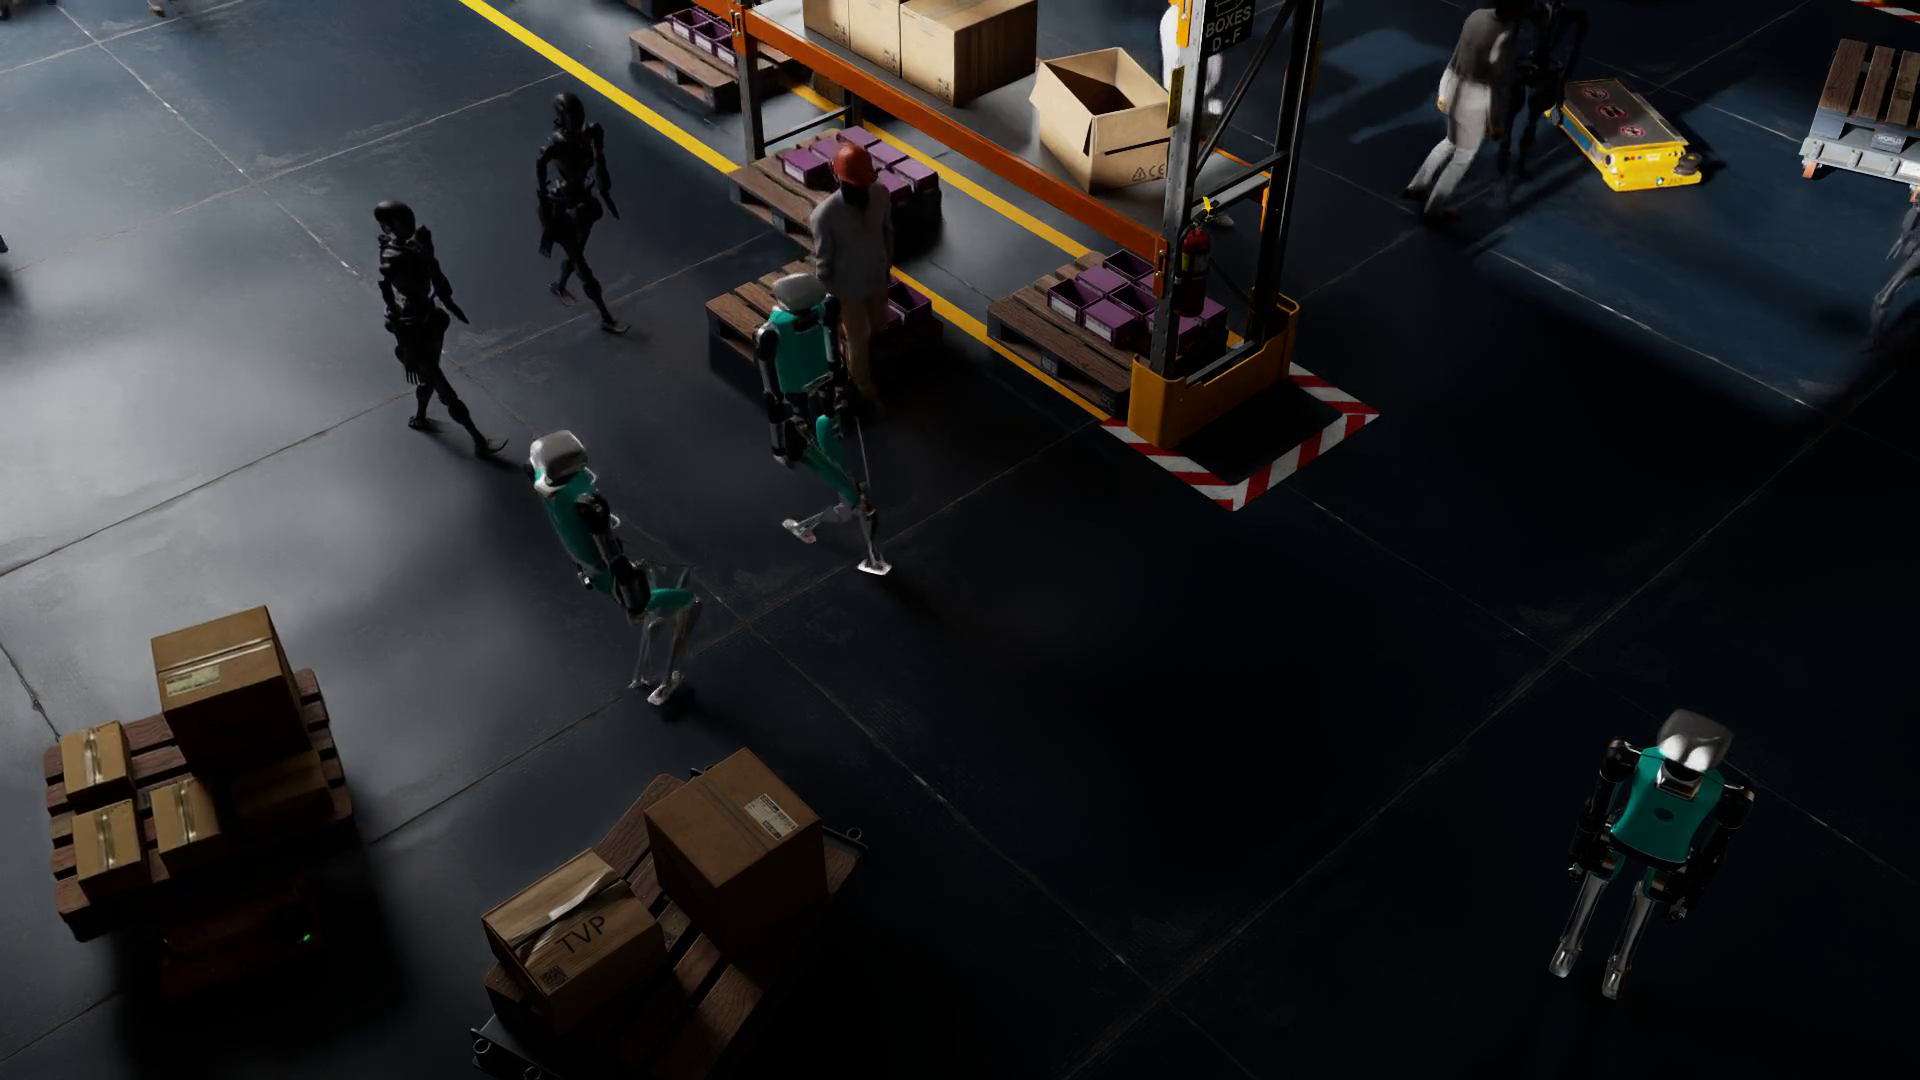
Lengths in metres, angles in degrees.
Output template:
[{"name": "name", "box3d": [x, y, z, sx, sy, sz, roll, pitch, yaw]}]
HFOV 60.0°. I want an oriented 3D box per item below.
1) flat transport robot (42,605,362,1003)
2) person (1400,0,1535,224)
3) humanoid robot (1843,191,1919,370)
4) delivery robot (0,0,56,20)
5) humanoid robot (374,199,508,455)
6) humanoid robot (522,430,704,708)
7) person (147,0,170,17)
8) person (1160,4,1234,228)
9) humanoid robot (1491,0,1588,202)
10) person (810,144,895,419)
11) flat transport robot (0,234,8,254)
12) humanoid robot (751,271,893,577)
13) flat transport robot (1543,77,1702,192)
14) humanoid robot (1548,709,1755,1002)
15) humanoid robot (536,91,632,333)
[{"name": "flat transport robot", "box3d": [-3.382, 1.383, 7.590, 0.659, 0.231, 1.431, -18, 46, -19]}, {"name": "person", "box3d": [3.420, -2.913, 11.133, 0.442, 1.800, 0.585, -12, 44, -13]}, {"name": "humanoid robot", "box3d": [5.850, -1.717, 9.928, 0.449, 1.646, 0.587, -17, 45, -17]}, {"name": "delivery robot", "box3d": [-8.119, -4.800, 14.102, 0.781, 0.591, 0.499, 29, 50, 28]}, {"name": "humanoid robot", "box3d": [-2.973, -1.218, 9.403, 0.735, 1.630, 0.590, 8, 43, 9]}, {"name": "humanoid robot", "box3d": [-1.535, 0.130, 7.892, 0.793, 1.806, 0.544, -33, 52, -31]}, {"name": "person", "box3d": [-6.832, -5.134, 13.657, 0.486, 1.638, 0.404, -27, 49, -27]}, {"name": "person", "box3d": [1.535, -3.052, 11.228, 0.639, 1.874, 0.836, -30, 50, -28]}, {"name": "humanoid robot", "box3d": [3.939, -3.193, 11.553, 0.608, 1.639, 0.638, 1, 43, 1]}, {"name": "person", "box3d": [-0.623, -1.555, 9.703, 0.566, 1.732, 0.623, -31, 51, -29]}, {"name": "flat transport robot", "box3d": [-7.076, -1.841, 11.097, 0.659, 0.231, 1.431, -29, 50, -28]}, {"name": "humanoid robot", "box3d": [-0.610, -0.481, 8.582, 0.998, 1.767, 0.539, 33, 52, 31]}, {"name": "flat transport robot", "box3d": [4.894, -3.065, 12.429, 0.659, 0.231, 1.431, -7, 43, -8]}, {"name": "humanoid robot", "box3d": [2.750, 1.179, 6.653, 0.530, 1.694, 0.708, 21, 47, 22]}, {"name": "humanoid robot", "box3d": [-2.406, -2.073, 10.354, 0.806, 1.615, 0.602, 27, 49, 26]}]
